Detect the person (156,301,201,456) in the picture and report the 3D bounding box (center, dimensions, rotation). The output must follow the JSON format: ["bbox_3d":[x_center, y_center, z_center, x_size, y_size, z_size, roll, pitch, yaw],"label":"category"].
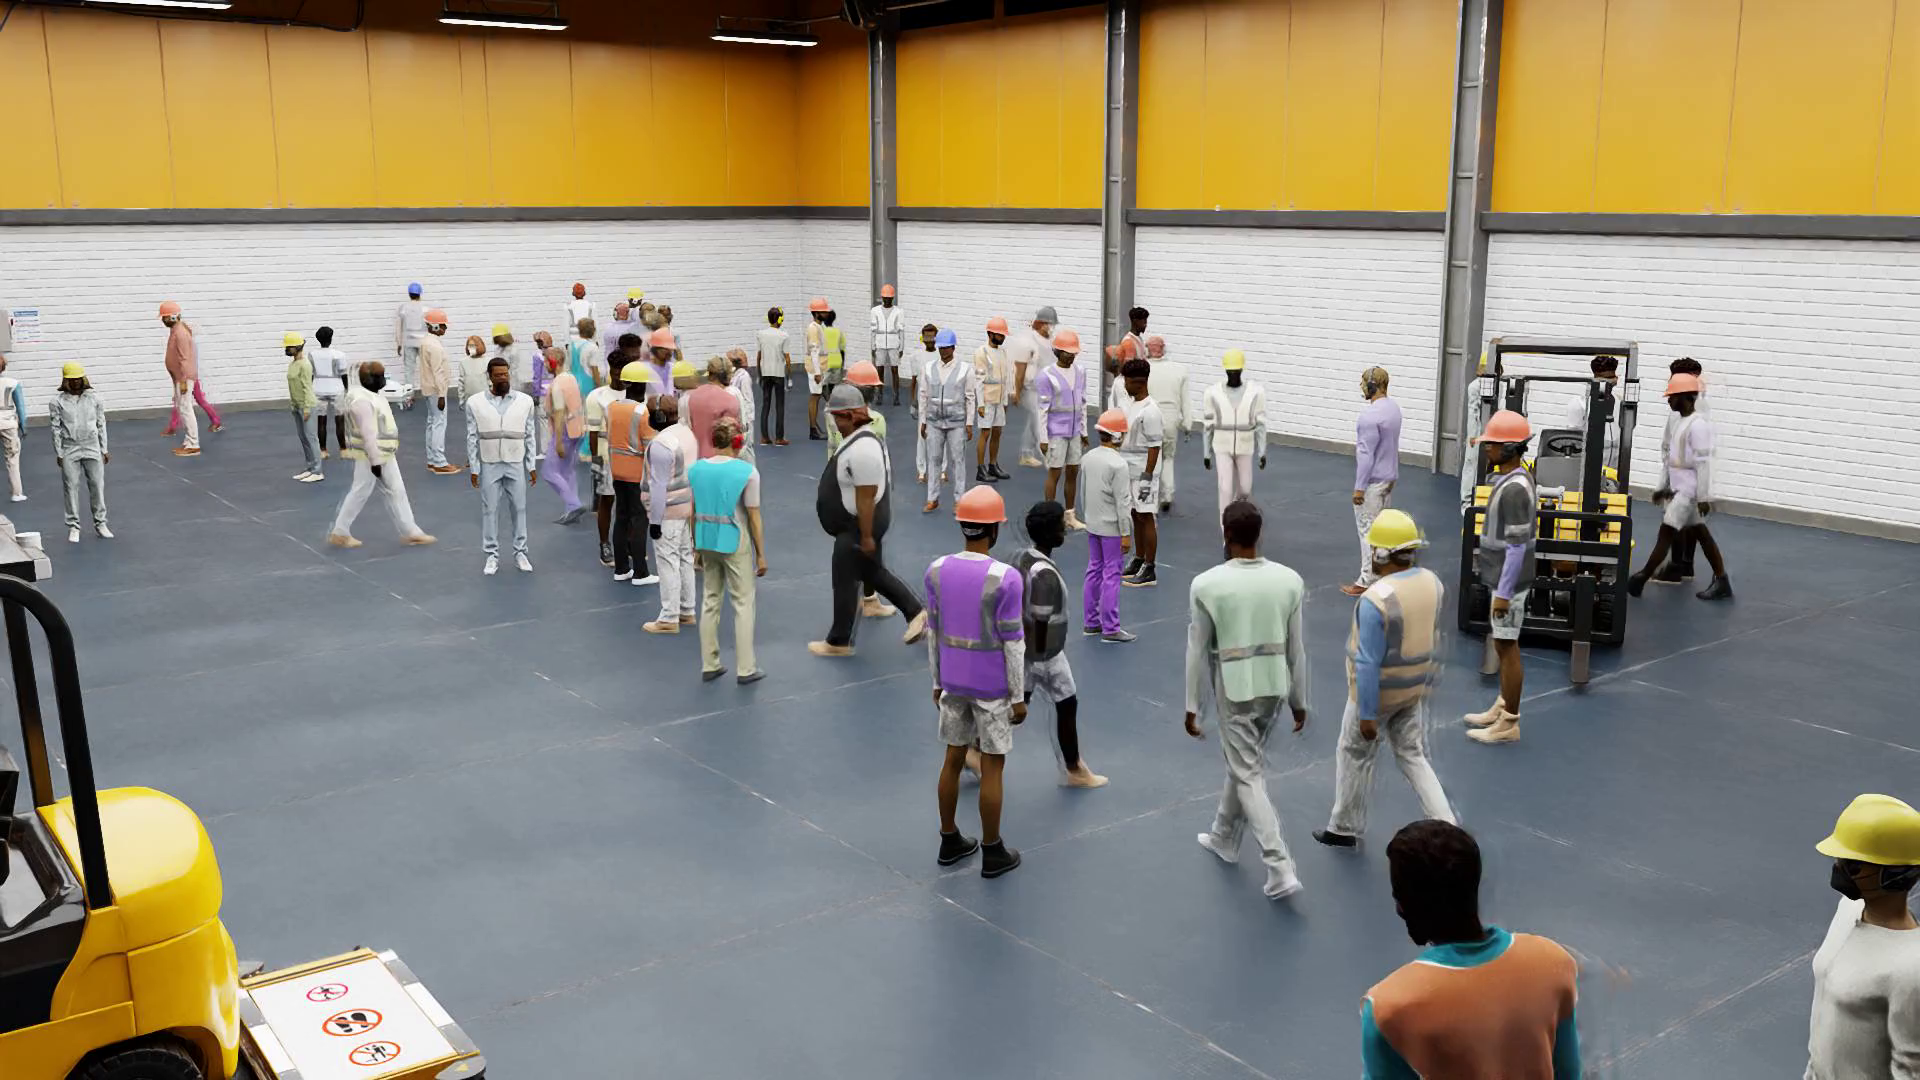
[{"bbox_3d":[-10.040,-2.076,21.408,0.405,1.981,0.632,-8,14,-33],"label":"person"}]

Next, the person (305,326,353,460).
[{"bbox_3d":[-7.967,-1.851,21.010,0.533,1.696,0.319,0,12,0],"label":"person"}]

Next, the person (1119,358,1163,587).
[{"bbox_3d":[1.532,-0.581,14.241,0.380,1.958,0.601,-2,12,-9],"label":"person"}]

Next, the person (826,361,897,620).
[{"bbox_3d":[-0.768,-0.391,13.119,0.611,2.043,0.374,10,16,41],"label":"person"}]

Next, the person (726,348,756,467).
[{"bbox_3d":[-2.454,-1.334,18.653,0.314,1.639,0.515,-5,13,-21],"label":"person"}]

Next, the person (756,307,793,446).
[{"bbox_3d":[-2.484,-2.178,22.212,0.532,1.856,0.330,4,12,20],"label":"person"}]

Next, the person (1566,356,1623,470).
[{"bbox_3d":[5.545,-0.638,14.498,0.608,1.965,0.365,-4,12,-20],"label":"person"}]

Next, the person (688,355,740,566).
[{"bbox_3d":[-2.192,-0.684,14.868,0.641,1.920,0.423,11,16,42],"label":"person"}]

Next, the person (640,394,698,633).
[{"bbox_3d":[-2.226,-0.206,12.749,0.429,1.833,0.630,3,12,13],"label":"person"}]

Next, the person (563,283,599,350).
[{"bbox_3d":[-6.304,-3.334,27.720,0.572,1.884,0.356,-3,12,-16],"label":"person"}]

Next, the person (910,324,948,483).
[{"bbox_3d":[-0.328,-1.588,19.349,0.511,1.862,0.325,0,12,0],"label":"person"}]

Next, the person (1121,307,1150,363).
[{"bbox_3d":[2.188,-1.953,20.887,0.381,1.953,0.610,3,12,16],"label":"person"}]

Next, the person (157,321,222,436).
[{"bbox_3d":[-10.800,-2.266,23.276,0.518,1.588,0.865,10,16,41],"label":"person"}]

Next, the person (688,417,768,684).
[{"bbox_3d":[-1.589,0.080,11.373,0.563,1.831,0.444,6,13,27],"label":"person"}]

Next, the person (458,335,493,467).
[{"bbox_3d":[-5.925,-1.701,20.437,0.500,1.633,0.286,2,12,9],"label":"person"}]

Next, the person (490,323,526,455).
[{"bbox_3d":[-5.810,-1.902,21.197,0.509,1.703,0.748,8,14,34],"label":"person"}]

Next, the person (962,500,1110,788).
[{"bbox_3d":[0.388,0.594,9.313,0.828,1.668,0.536,-2,12,-11],"label":"person"}]

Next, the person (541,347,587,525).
[{"bbox_3d":[-4.011,-1.039,16.798,0.451,1.817,0.562,1,12,6],"label":"person"}]

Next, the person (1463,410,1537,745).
[{"bbox_3d":[3.286,0.232,10.110,0.397,2.043,0.609,4,12,17],"label":"person"}]

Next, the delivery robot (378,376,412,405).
[{"bbox_3d":[-8.848,-2.294,25.694,0.707,0.478,0.477,1,12,5],"label":"delivery robot"}]

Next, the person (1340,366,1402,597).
[{"bbox_3d":[3.448,-0.483,13.854,0.383,1.929,0.635,8,14,33],"label":"person"}]

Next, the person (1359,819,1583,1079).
[{"bbox_3d":[1.208,1.598,4.028,0.606,1.834,0.985,-6,13,-28],"label":"person"}]

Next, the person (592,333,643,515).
[{"bbox_3d":[-3.505,-1.202,17.400,0.833,1.909,0.641,1,12,7],"label":"person"}]

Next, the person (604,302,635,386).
[{"bbox_3d":[-4.523,-2.242,22.389,0.640,1.910,0.401,-11,16,-42],"label":"person"}]

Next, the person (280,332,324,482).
[{"bbox_3d":[-7.701,-1.552,19.424,0.347,1.756,0.518,-10,16,-41],"label":"person"}]

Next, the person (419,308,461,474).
[{"bbox_3d":[-6.274,-1.783,19.993,0.397,1.987,0.610,-6,13,-29],"label":"person"}]

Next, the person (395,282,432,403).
[{"bbox_3d":[-8.724,-3.157,26.711,0.618,1.944,0.412,-2,12,-8],"label":"person"}]

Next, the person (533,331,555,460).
[{"bbox_3d":[-5.226,-1.832,21.076,0.321,1.631,0.527,4,12,20],"label":"person"}]

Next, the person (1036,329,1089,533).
[{"bbox_3d":[1.034,-1.064,16.408,0.614,2.031,0.402,-9,15,-38],"label":"person"}]

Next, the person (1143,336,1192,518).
[{"bbox_3d":[2.070,-1.177,17.335,0.693,1.869,0.567,-2,12,-8],"label":"person"}]

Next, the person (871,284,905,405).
[{"bbox_3d":[-1.152,-3.093,26.450,0.545,1.930,0.390,1,12,4],"label":"person"}]
